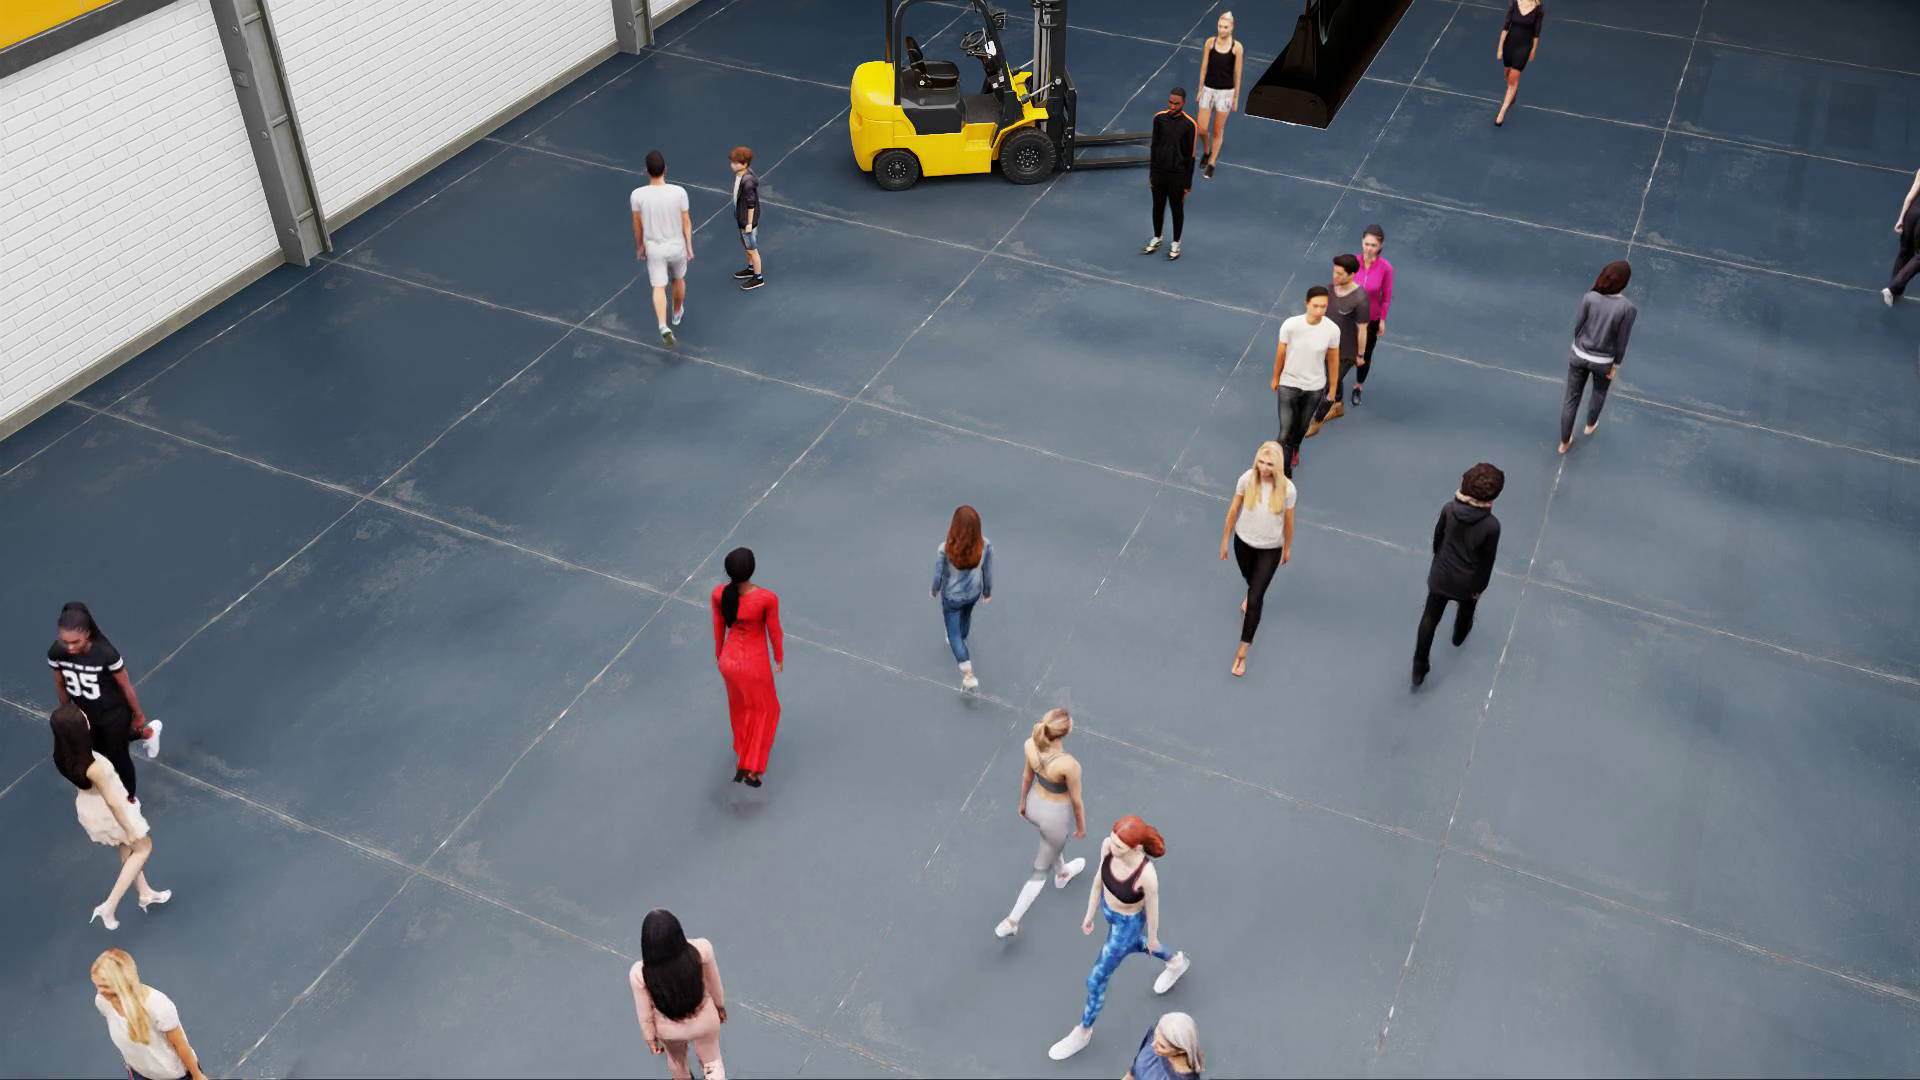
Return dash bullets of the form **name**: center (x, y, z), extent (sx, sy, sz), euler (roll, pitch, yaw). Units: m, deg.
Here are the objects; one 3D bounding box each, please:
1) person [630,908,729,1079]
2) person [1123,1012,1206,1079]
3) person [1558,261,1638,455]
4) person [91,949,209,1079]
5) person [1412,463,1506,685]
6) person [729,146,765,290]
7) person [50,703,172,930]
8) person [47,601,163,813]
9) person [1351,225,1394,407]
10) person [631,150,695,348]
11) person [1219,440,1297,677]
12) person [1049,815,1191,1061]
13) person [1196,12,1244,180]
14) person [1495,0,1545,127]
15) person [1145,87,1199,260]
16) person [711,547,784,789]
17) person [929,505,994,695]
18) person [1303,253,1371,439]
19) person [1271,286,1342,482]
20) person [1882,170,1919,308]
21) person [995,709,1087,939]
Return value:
- **person**: center (-1.426, 2.610, 8.769), extent (0.997, 1.702, 1.063), euler (-13, 40, -16)
- **person**: center (1.147, 2.907, 8.450), extent (1.087, 1.646, 1.197), euler (-4, 39, -5)
- **person**: center (5.256, -1.479, 13.855), extent (0.652, 1.744, 0.873), euler (19, 43, 23)
- **person**: center (-4.055, 2.675, 8.612), extent (0.687, 1.796, 0.876), euler (10, 40, 12)
- **person**: center (3.455, 0.277, 11.663), extent (0.725, 1.735, 1.140), euler (23, 44, 26)
- **person**: center (-2.084, -3.149, 16.186), extent (0.681, 1.446, 0.622), euler (-13, 40, -16)
- **person**: center (-5.147, 1.698, 9.894), extent (0.627, 1.723, 0.776), euler (22, 44, 25)
- **person**: center (-5.468, 1.053, 10.704), extent (0.879, 1.719, 1.094), euler (6, 39, 7)
- **person**: center (3.530, -1.974, 14.523), extent (0.639, 1.694, 0.656), euler (11, 40, 13)
- **person**: center (-2.709, -2.642, 15.242), extent (1.067, 1.832, 1.238), euler (-5, 39, -6)
- **person**: center (2.156, -0.002, 11.976), extent (0.690, 1.781, 1.205), euler (14, 41, 16)
- **person**: center (0.988, 2.122, 9.359), extent (1.268, 1.738, 1.055), euler (-21, 43, -24)
- **person**: center (2.815, -4.874, 18.029), extent (0.643, 1.840, 0.645), euler (13, 41, 16)
- **person**: center (6.446, -5.672, 19.189), extent (0.632, 1.639, 1.085), euler (20, 43, 23)
- **person**: center (2.101, -3.666, 16.546), extent (0.614, 1.804, 0.557), euler (18, 42, 21)
- **person**: center (-1.434, 0.876, 10.904), extent (0.736, 1.757, 0.961), euler (10, 40, 12)
- **person**: center (0.028, 0.420, 11.708), extent (0.952, 1.456, 1.014), euler (-13, 40, -16)
- **person**: center (3.289, -1.700, 14.174), extent (1.023, 1.692, 0.924), euler (-19, 42, -22)
- **person**: center (2.812, -1.316, 13.634), extent (0.895, 1.775, 1.086), euler (2, 39, 2)
- **person**: center (9.066, -2.967, 15.725), extent (0.984, 1.736, 0.801), euler (-29, 47, -31)
- **person**: center (0.478, 1.706, 9.927), extent (0.825, 1.669, 1.182), euler (29, 47, 32)
